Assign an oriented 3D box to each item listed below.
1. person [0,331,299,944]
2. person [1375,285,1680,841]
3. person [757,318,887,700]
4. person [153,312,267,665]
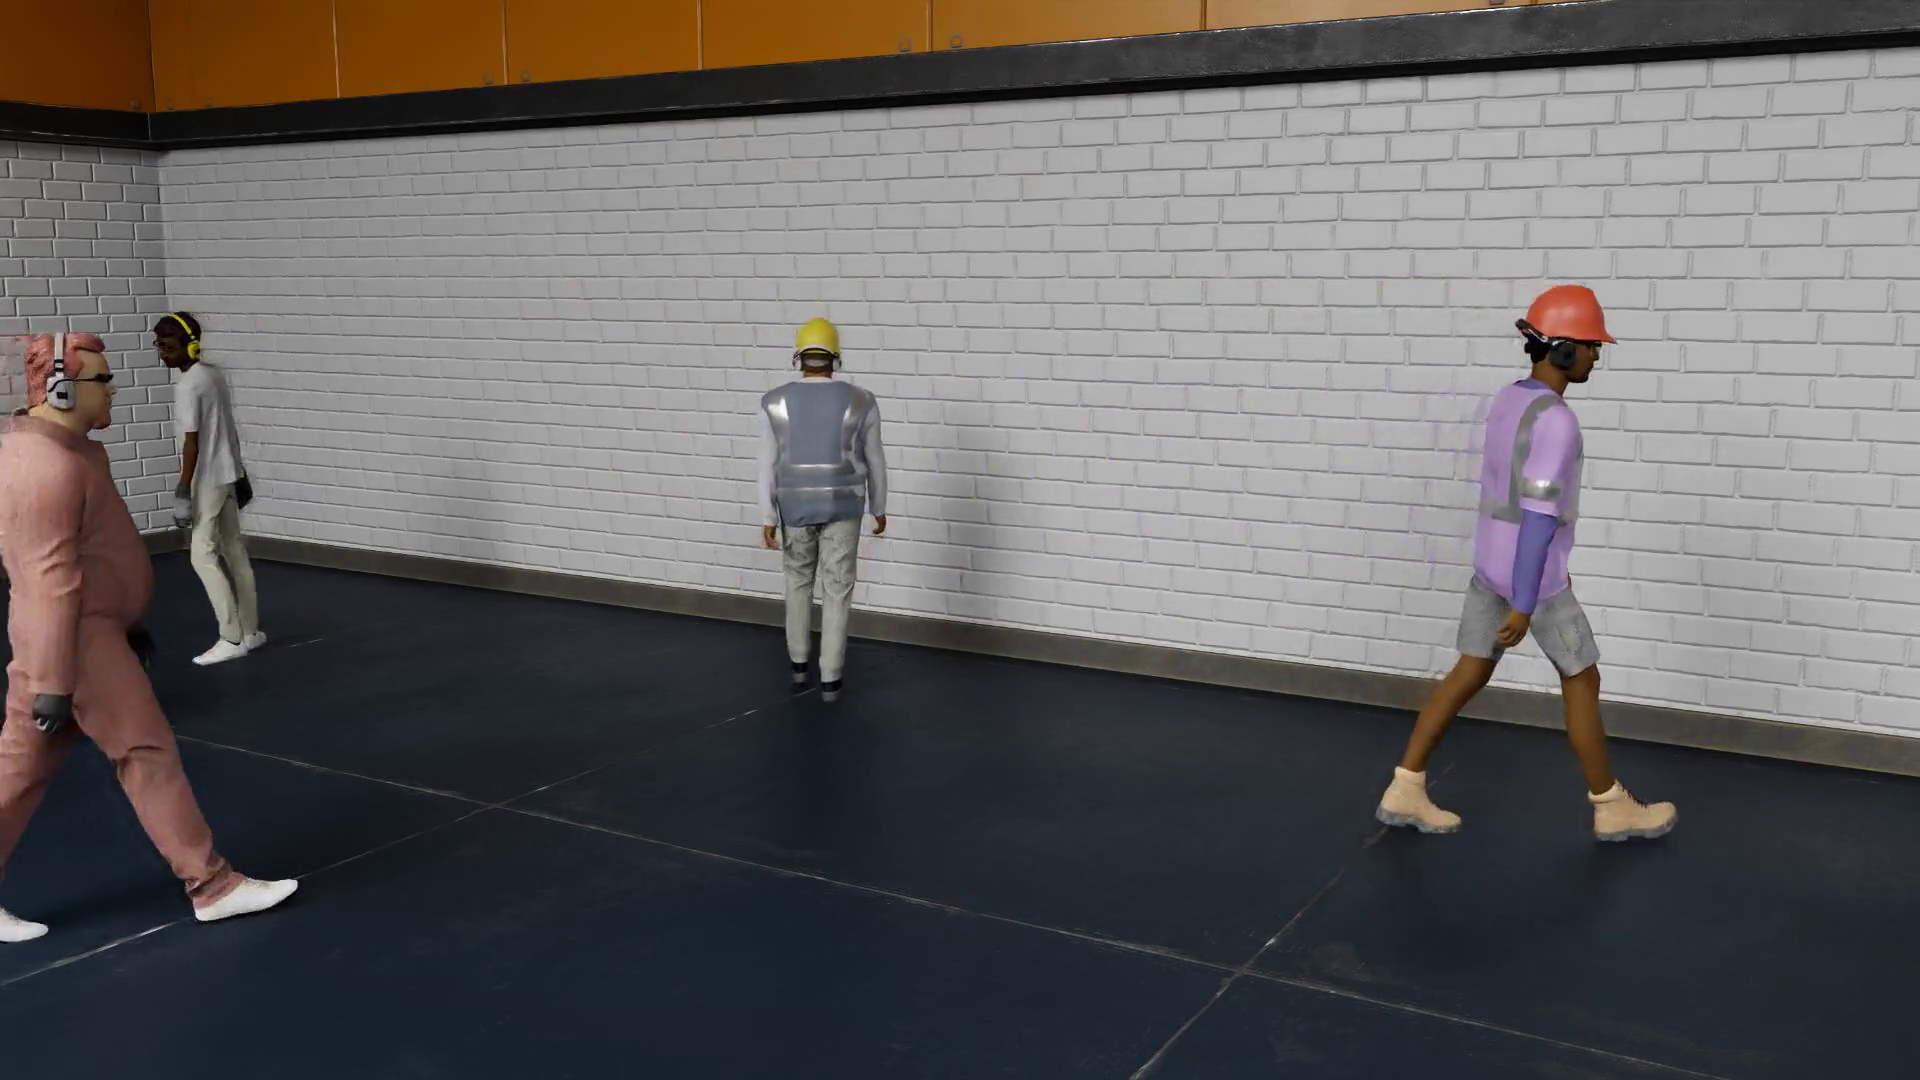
[{"bbox_3d":[-2.632,0.304,5.001,0.999,1.858,0.638,-6,11,-34],"label":"person"},{"bbox_3d":[2.009,0.102,5.872,1.070,1.988,0.614,-1,9,-5],"label":"person"},{"bbox_3d":[-0.654,-0.167,8.094,0.604,1.809,0.719,0,9,1],"label":"person"},{"bbox_3d":[-3.936,-0.284,8.773,0.344,1.834,0.693,-1,9,-3],"label":"person"}]
